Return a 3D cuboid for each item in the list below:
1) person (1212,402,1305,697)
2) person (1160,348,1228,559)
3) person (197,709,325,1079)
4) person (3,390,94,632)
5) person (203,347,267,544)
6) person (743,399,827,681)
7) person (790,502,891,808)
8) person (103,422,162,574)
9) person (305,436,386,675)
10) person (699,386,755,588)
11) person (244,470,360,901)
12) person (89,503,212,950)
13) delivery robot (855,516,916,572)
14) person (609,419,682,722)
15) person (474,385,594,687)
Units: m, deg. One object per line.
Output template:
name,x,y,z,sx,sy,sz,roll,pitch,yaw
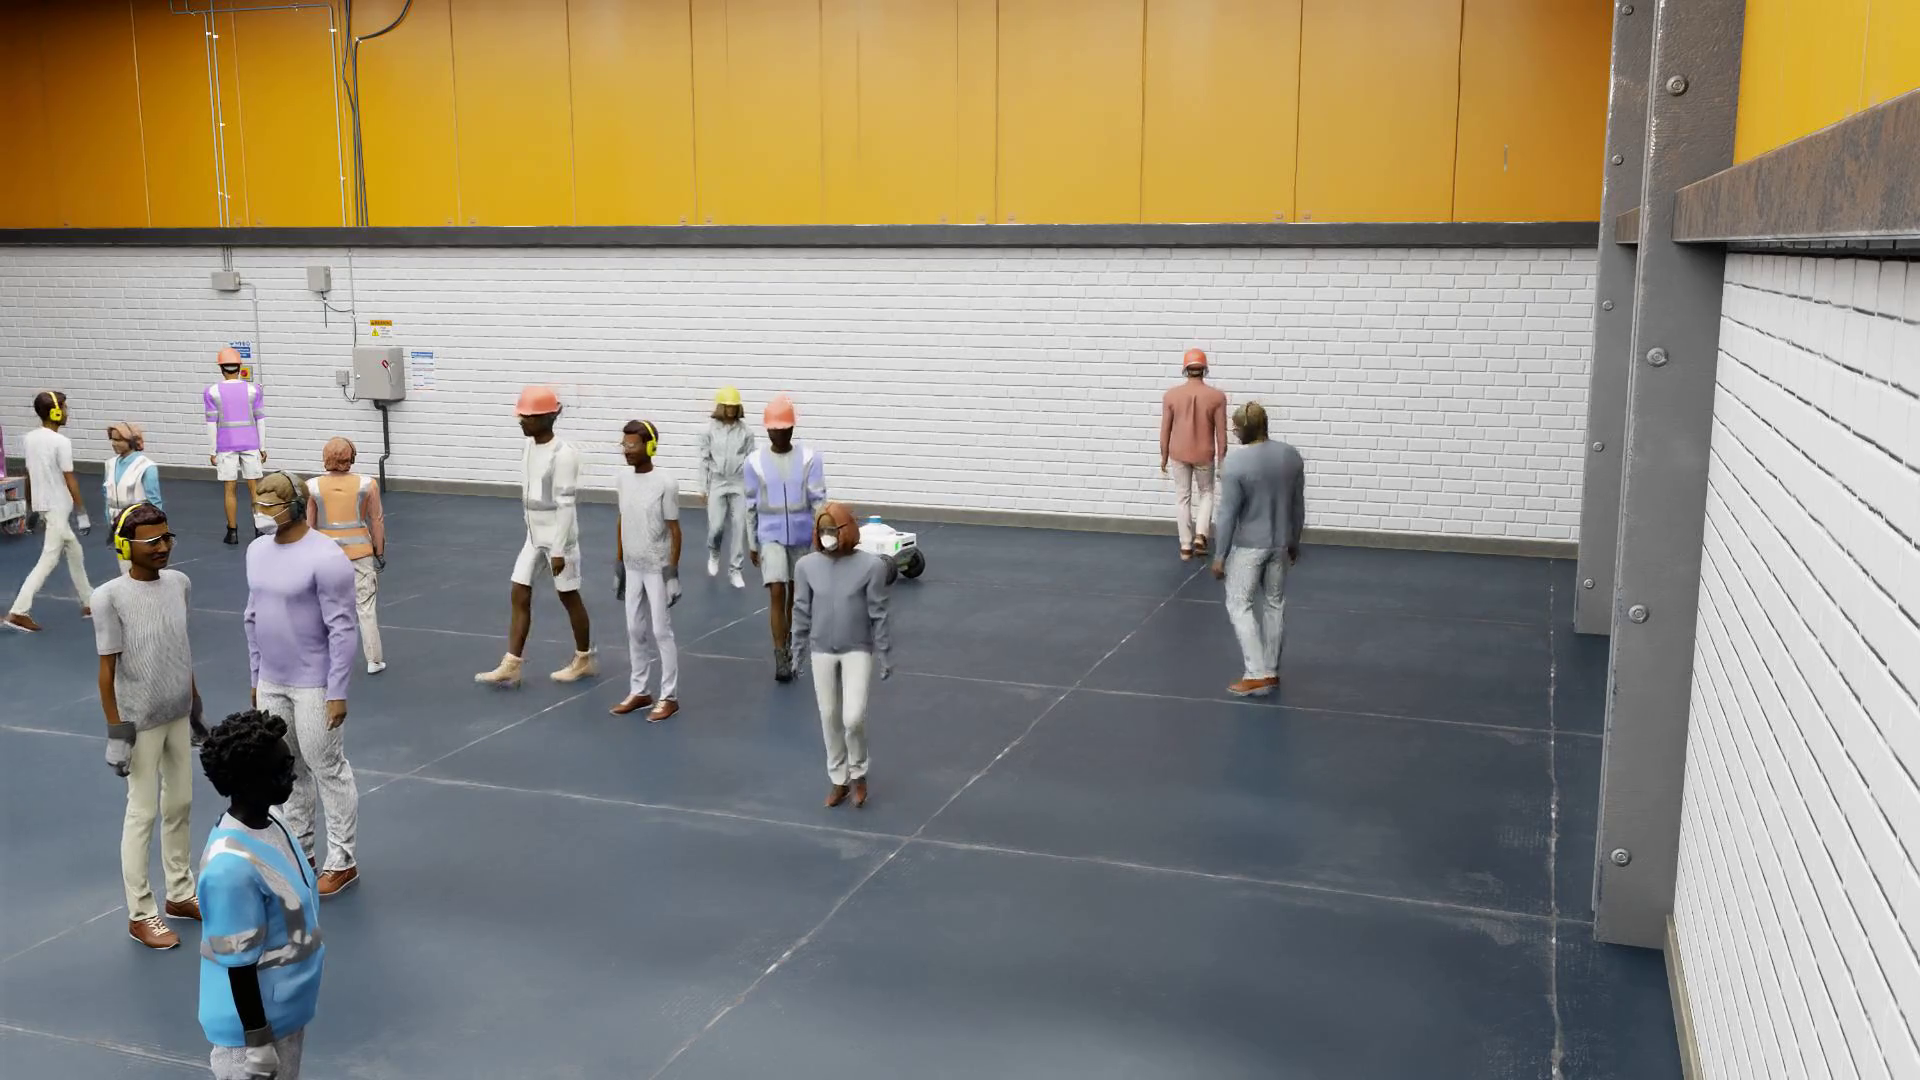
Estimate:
person,1.972,0.072,10.818,0.680,1.913,0.499,-5,11,-27
person,2.170,-0.797,15.473,0.637,1.975,0.429,2,10,11
person,-1.890,1.288,4.534,0.318,1.696,0.532,-3,10,-14
person,-6.966,-0.232,12.752,0.547,1.829,0.974,6,12,31
person,-7.089,-0.923,16.312,0.544,1.937,0.358,-6,12,-29
person,-1.195,-0.027,11.411,0.559,1.887,0.993,-2,10,-11
person,-0.628,0.606,8.603,0.526,1.612,0.403,2,10,13
person,-6.091,-0.059,12.286,0.520,1.638,0.312,5,11,25
person,-4.165,0.120,11.275,0.522,1.638,0.310,-3,11,-17
person,-1.992,-0.468,14.299,0.500,1.730,0.457,-4,11,-21
person,-2.968,0.646,7.470,0.632,1.939,0.368,5,11,28
person,-3.367,0.764,7.000,0.319,1.871,0.532,3,11,17
delivery robot,-0.741,0.032,14.561,0.707,0.478,0.477,6,12,32
person,-1.938,0.189,10.269,0.519,1.861,0.318,6,12,31
person,-2.804,0.003,10.869,0.924,2.010,0.648,-10,14,-43
